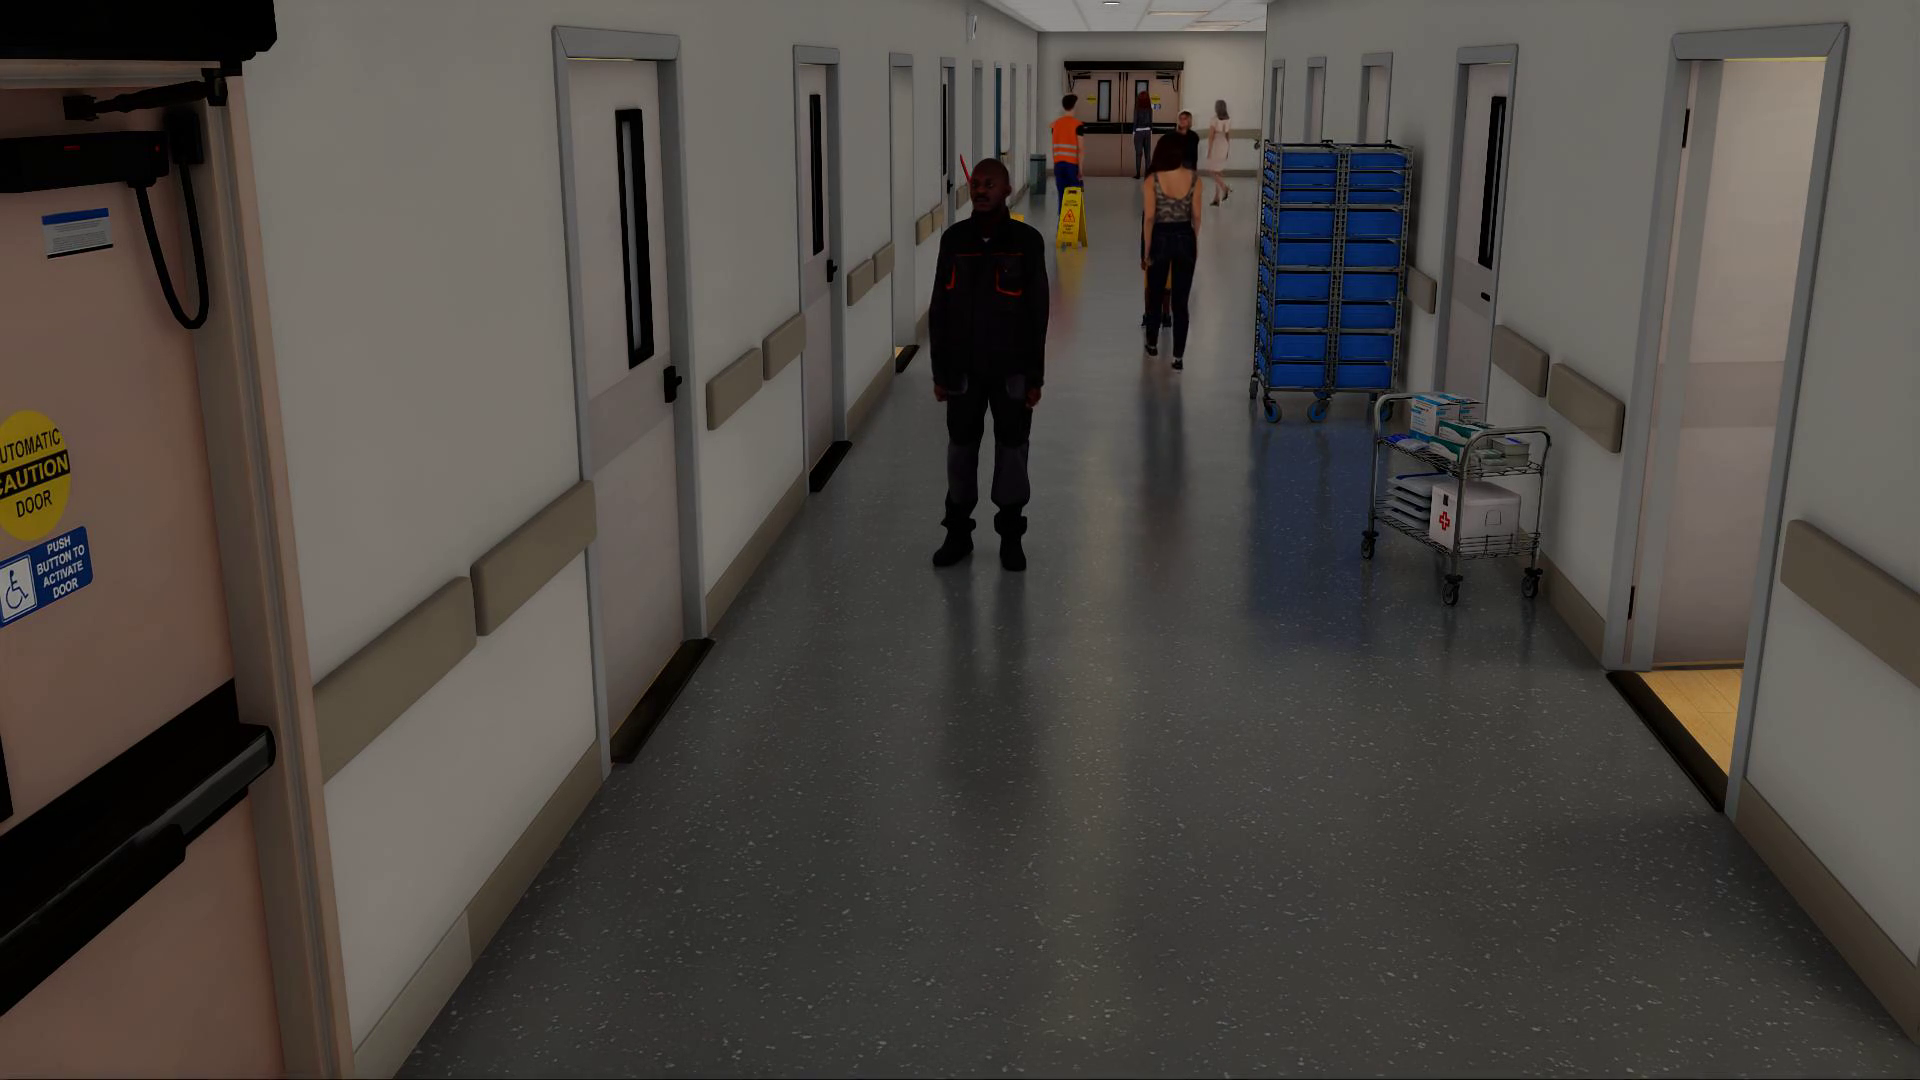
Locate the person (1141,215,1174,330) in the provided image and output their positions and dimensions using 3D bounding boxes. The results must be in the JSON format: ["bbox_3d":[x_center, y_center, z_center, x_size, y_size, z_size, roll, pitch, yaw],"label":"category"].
[{"bbox_3d":[1.758,-2.498,14.552,0.525,1.271,0.540,3,16,9],"label":"person"}]

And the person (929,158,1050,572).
[{"bbox_3d":[0.135,-0.797,7.496,0.721,1.825,0.622,3,16,11],"label":"person"}]

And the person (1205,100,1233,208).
[{"bbox_3d":[4.311,-6.355,27.393,0.825,1.726,0.900,-10,19,-31],"label":"person"}]

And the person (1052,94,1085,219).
[{"bbox_3d":[1.424,-5.046,22.477,0.820,1.875,0.885,8,18,27],"label":"person"}]

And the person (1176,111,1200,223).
[{"bbox_3d":[3.025,-4.936,22.489,0.842,1.656,0.969,11,19,33],"label":"person"}]

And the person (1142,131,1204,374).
[{"bbox_3d":[1.579,-2.079,12.241,0.686,1.719,1.154,0,16,0],"label":"person"}]

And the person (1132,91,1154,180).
[{"bbox_3d":[3.812,-8.456,34.745,0.630,1.781,0.589,-4,16,-12],"label":"person"}]
